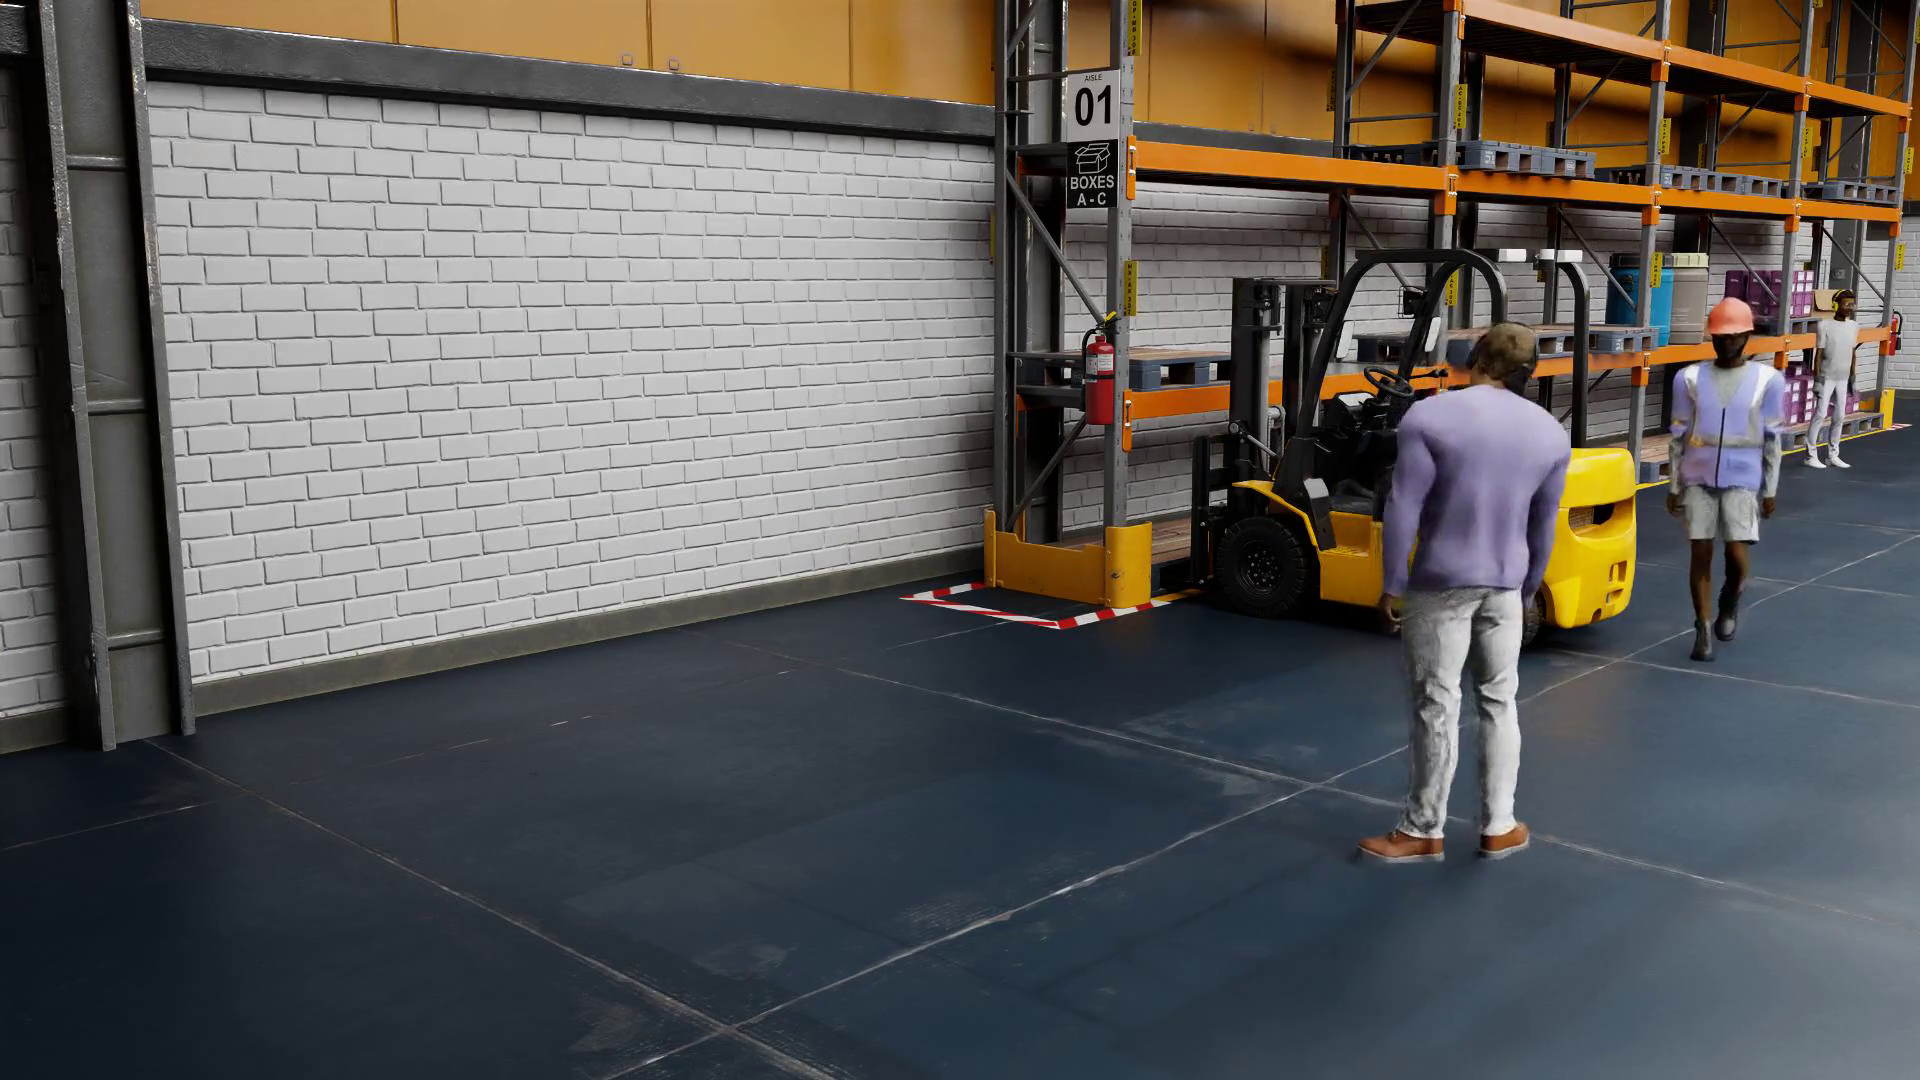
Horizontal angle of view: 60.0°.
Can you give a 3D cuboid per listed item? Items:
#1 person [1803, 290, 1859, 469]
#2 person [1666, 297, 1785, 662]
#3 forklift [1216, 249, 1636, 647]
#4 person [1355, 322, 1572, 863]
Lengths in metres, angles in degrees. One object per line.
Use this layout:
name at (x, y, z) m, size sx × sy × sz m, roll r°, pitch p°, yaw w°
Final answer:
person at (9.089, -1.664, 17.289) m, size 0.505 × 1.860 × 0.320 m, roll -2°, pitch 10°, yaw -13°
person at (4.050, -0.325, 8.848) m, size 0.549 × 1.921 × 0.497 m, roll 5°, pitch 11°, yaw 30°
forklift at (2.710, -0.584, 9.626) m, size 2.313 × 2.155 × 1.214 m, roll 9°, pitch 13°, yaw 43°
person at (1.737, 0.196, 5.806) m, size 0.764 × 1.898 × 0.371 m, roll -2°, pitch 10°, yaw -13°
